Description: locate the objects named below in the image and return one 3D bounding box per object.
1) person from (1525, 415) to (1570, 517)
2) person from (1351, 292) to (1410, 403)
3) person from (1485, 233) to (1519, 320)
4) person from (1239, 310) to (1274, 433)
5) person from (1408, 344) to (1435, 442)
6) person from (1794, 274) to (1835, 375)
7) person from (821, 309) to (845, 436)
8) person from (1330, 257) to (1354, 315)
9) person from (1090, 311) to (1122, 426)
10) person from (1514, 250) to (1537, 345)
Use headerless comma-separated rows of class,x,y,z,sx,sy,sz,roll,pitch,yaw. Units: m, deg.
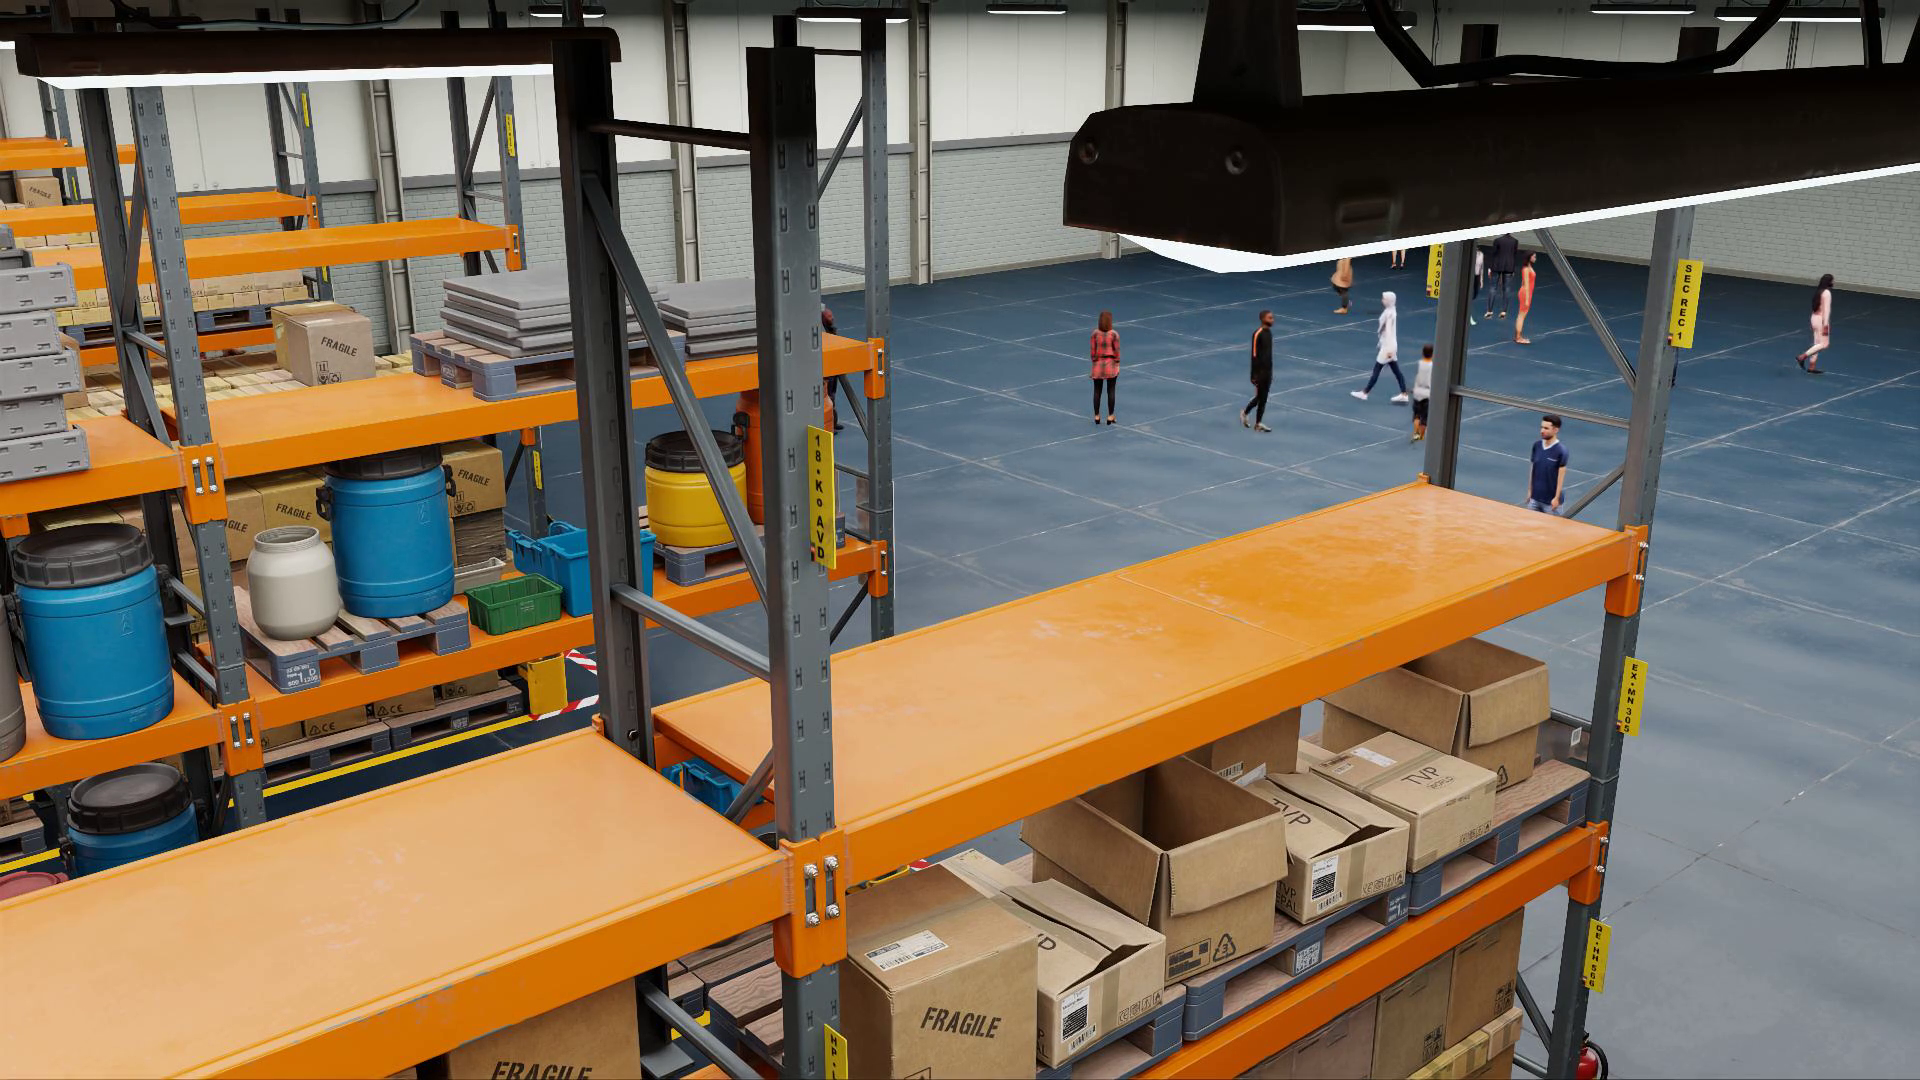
person,6.416,-0.479,18.168,0.597,1.843,0.639,-10,21,-29
person,6.788,-2.969,26.005,1.045,1.726,1.149,7,19,20
person,9.749,-4.889,30.003,0.821,1.781,0.786,2,18,6
person,4.346,-2.478,24.380,0.773,1.798,0.721,15,23,38
person,6.677,-2.146,23.930,0.697,1.445,0.721,8,20,22
person,14.421,-3.627,28.054,0.906,1.708,0.851,3,18,8
person,-1.963,-2.496,24.389,0.853,1.826,0.767,4,18,11
person,7.830,-5.407,33.515,0.909,1.711,0.850,0,18,0
person,2.166,-2.575,24.835,0.700,1.701,0.714,6,19,19
person,10.432,-4.493,30.697,0.728,1.719,0.631,5,19,14
